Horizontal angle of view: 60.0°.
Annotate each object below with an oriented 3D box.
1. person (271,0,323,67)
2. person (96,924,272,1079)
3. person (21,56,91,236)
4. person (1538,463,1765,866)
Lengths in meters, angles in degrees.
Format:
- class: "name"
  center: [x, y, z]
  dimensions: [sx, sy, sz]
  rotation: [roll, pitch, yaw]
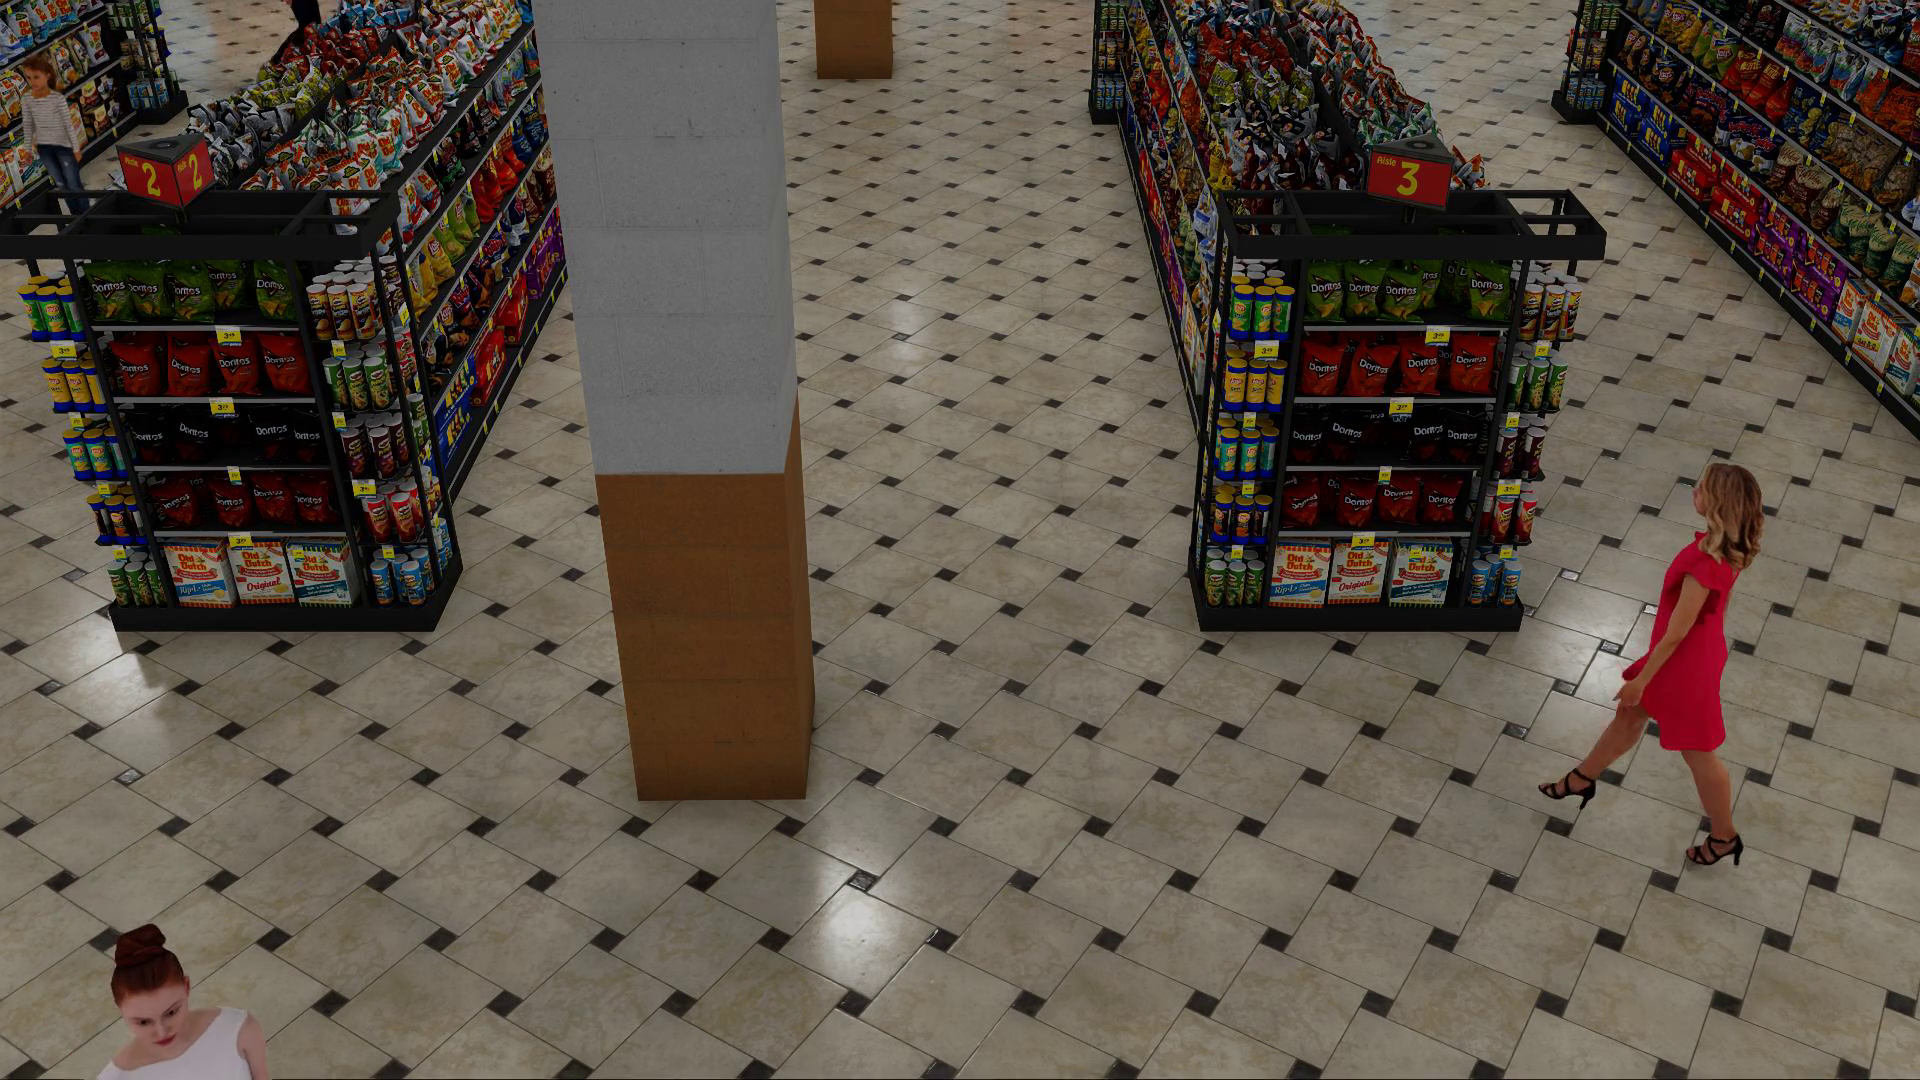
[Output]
- class: "person"
  center: [-6.009, -4.965, 14.882]
  dimensions: [0.783, 1.819, 0.717]
  rotation: [1, 32, 1]
- class: "person"
  center: [-1.918, 1.647, 4.295]
  dimensions: [0.896, 1.777, 1.016]
  rotation: [-22, 38, -31]
- class: "person"
  center: [-6.445, -2.809, 11.897]
  dimensions: [0.488, 1.310, 0.568]
  rotation: [1, 32, 2]
- class: "person"
  center: [2.783, 0.529, 6.185]
  dimensions: [1.001, 1.678, 1.037]
  rotation: [20, 37, 29]
